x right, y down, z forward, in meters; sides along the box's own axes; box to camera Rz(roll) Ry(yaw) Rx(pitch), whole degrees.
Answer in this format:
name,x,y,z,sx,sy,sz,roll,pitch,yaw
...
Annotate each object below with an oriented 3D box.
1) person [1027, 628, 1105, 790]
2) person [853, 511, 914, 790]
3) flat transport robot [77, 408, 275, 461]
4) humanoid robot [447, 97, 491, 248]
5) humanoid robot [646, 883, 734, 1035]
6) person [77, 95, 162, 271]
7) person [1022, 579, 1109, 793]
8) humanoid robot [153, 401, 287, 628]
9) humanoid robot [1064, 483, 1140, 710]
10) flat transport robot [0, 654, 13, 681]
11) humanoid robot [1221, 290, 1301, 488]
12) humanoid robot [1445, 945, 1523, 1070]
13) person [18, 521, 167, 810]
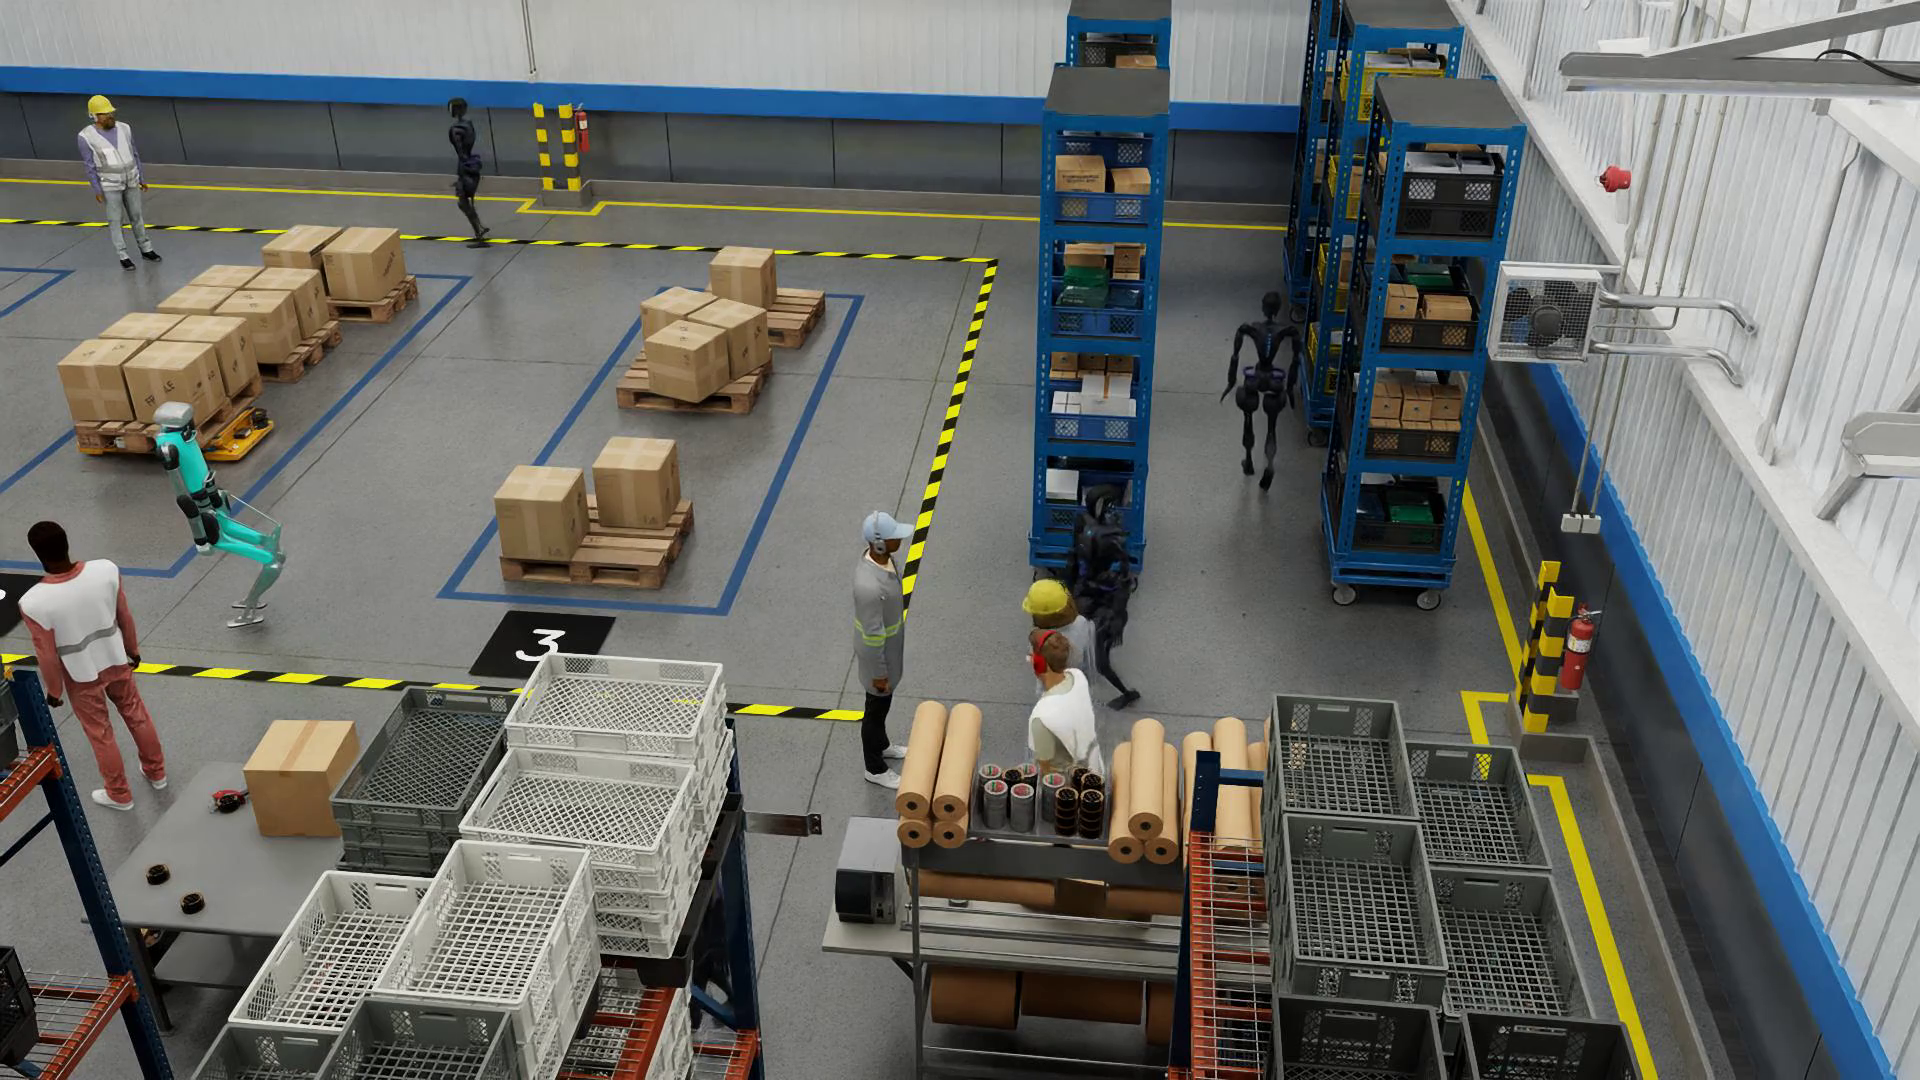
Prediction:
name,x,y,z,sx,sy,sz,roll,pitch,yaw
person,0.616,1.313,8.907,0.748,1.804,0.581,9,32,16
person,-0.452,0.646,9.989,0.369,1.852,0.591,2,30,4
flat transport robot,-6.728,-0.944,14.268,1.431,0.197,0.652,3,30,6
humanoid robot,-5.388,-3.987,18.122,0.342,1.652,0.609,-3,30,-4
humanoid robot,-1.346,1.860,8.108,0.610,1.622,0.750,22,37,33
person,-8.917,-3.796,17.634,0.404,1.837,0.589,20,36,30
person,0.586,0.970,9.580,0.611,1.701,0.583,22,37,32
humanoid robot,-4.971,-0.182,11.392,0.735,1.677,0.533,-4,30,-7
humanoid robot,0.898,0.380,10.654,0.492,1.651,0.599,-19,35,-30
flat transport robot,-7.142,0.969,11.010,1.431,0.231,0.659,3,30,6
humanoid robot,2.416,-1.204,13.365,0.600,1.636,0.636,2,30,4
humanoid robot,2.376,2.285,7.336,0.534,1.779,1.002,-2,30,-3
person,-5.085,0.744,9.762,0.393,1.914,0.587,19,35,29
